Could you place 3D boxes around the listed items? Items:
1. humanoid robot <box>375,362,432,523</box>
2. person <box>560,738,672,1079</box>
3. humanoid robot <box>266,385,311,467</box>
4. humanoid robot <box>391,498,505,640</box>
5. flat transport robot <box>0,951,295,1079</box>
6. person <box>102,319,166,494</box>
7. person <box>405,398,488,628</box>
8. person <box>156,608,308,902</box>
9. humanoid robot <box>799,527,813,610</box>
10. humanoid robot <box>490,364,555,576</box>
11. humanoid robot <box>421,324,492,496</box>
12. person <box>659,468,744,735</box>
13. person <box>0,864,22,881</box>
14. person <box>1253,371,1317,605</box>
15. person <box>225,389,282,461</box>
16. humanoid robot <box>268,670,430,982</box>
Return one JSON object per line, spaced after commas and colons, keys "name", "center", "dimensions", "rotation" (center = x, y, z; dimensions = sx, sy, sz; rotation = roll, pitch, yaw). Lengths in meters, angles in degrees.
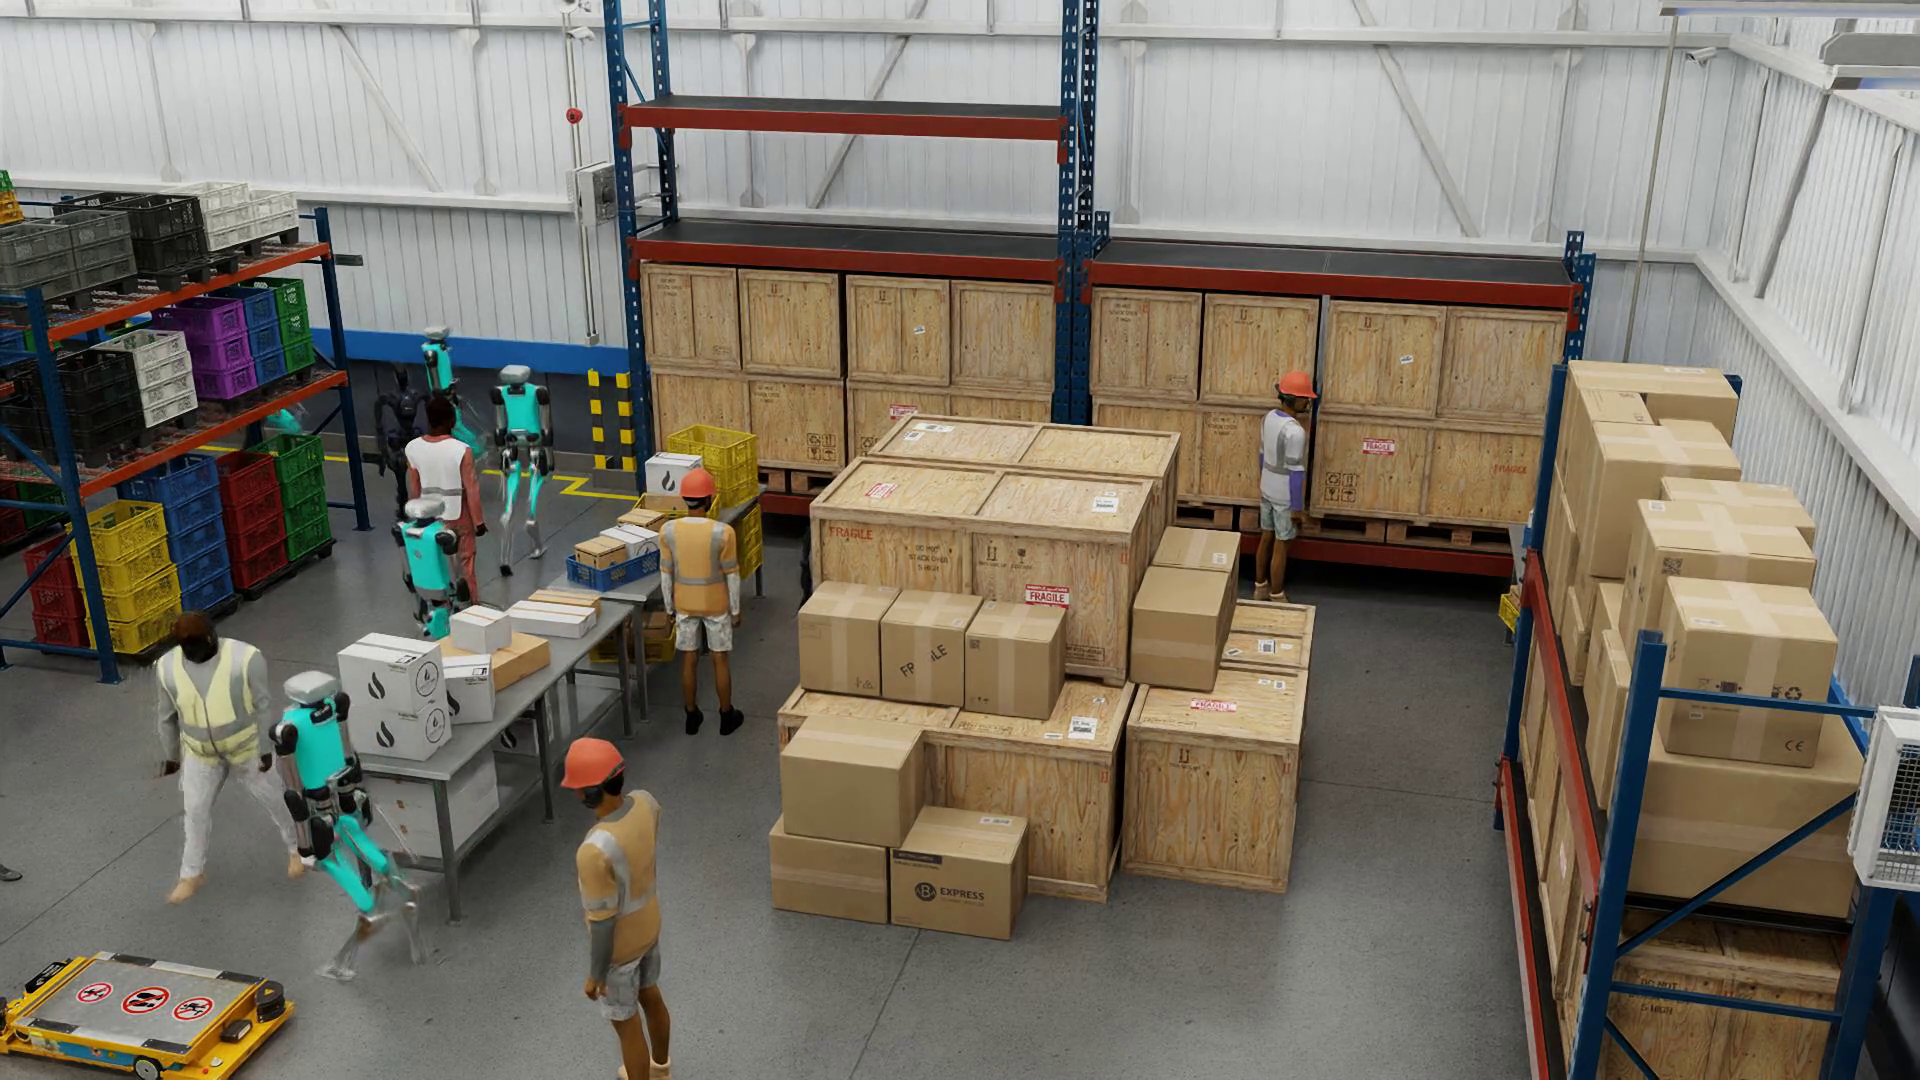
{"name": "humanoid robot", "center": [-5.087, -0.846, 15.353], "dimensions": [0.600, 1.637, 0.767], "rotation": [-13, 25, -31]}
{"name": "person", "center": [-1.602, 1.842, 7.760], "dimensions": [0.401, 2.032, 0.606], "rotation": [6, 22, 15]}
{"name": "humanoid robot", "center": [-6.828, -1.397, 16.667], "dimensions": [0.822, 1.765, 0.541], "rotation": [2, 21, 6]}
{"name": "humanoid robot", "center": [-3.548, 0.486, 11.699], "dimensions": [0.546, 1.742, 0.966], "rotation": [10, 23, 24]}
{"name": "flat transport robot", "center": [-4.270, 2.464, 8.601], "dimensions": [1.431, 0.231, 0.659], "rotation": [5, 22, 13]}
{"name": "person", "center": [-8.131, -1.345, 16.370], "dimensions": [0.511, 1.847, 0.406], "rotation": [-8, 22, -20]}
{"name": "person", "center": [-4.069, -0.189, 13.240], "dimensions": [0.587, 1.913, 0.392], "rotation": [5, 22, 14]}
{"name": "person", "center": [-4.331, 1.219, 9.717], "dimensions": [0.672, 1.818, 0.470], "rotation": [-3, 21, -7]}
{"name": "humanoid robot", "center": [-0.890, 0.403, 12.072], "dimensions": [0.603, 1.627, 0.774], "rotation": [5, 22, 13]}
{"name": "humanoid robot", "center": [-3.882, -0.553, 14.505], "dimensions": [0.550, 1.823, 0.897], "rotation": [2, 21, 6]}
{"name": "humanoid robot", "center": [-4.794, -1.217, 16.156], "dimensions": [0.682, 1.779, 0.540], "rotation": [-2, 21, -5]}
{"name": "person", "center": [-1.787, 0.436, 11.571], "dimensions": [0.547, 1.933, 0.371], "rotation": [2, 21, 6]}
{"name": "person", "center": [-5.824, 1.276, 9.620], "dimensions": [0.318, 1.761, 0.521], "rotation": [6, 22, 15]}
{"name": "person", "center": [2.649, -0.386, 13.581], "dimensions": [0.391, 2.039, 0.606], "rotation": [-5, 22, -14]}
{"name": "person", "center": [-7.022, -1.340, 16.432], "dimensions": [0.953, 1.794, 0.501], "rotation": [12, 24, 28]}
{"name": "humanoid robot", "center": [-3.156, 1.604, 8.919], "dimensions": [0.824, 1.842, 0.552], "rotation": [6, 22, 16]}
